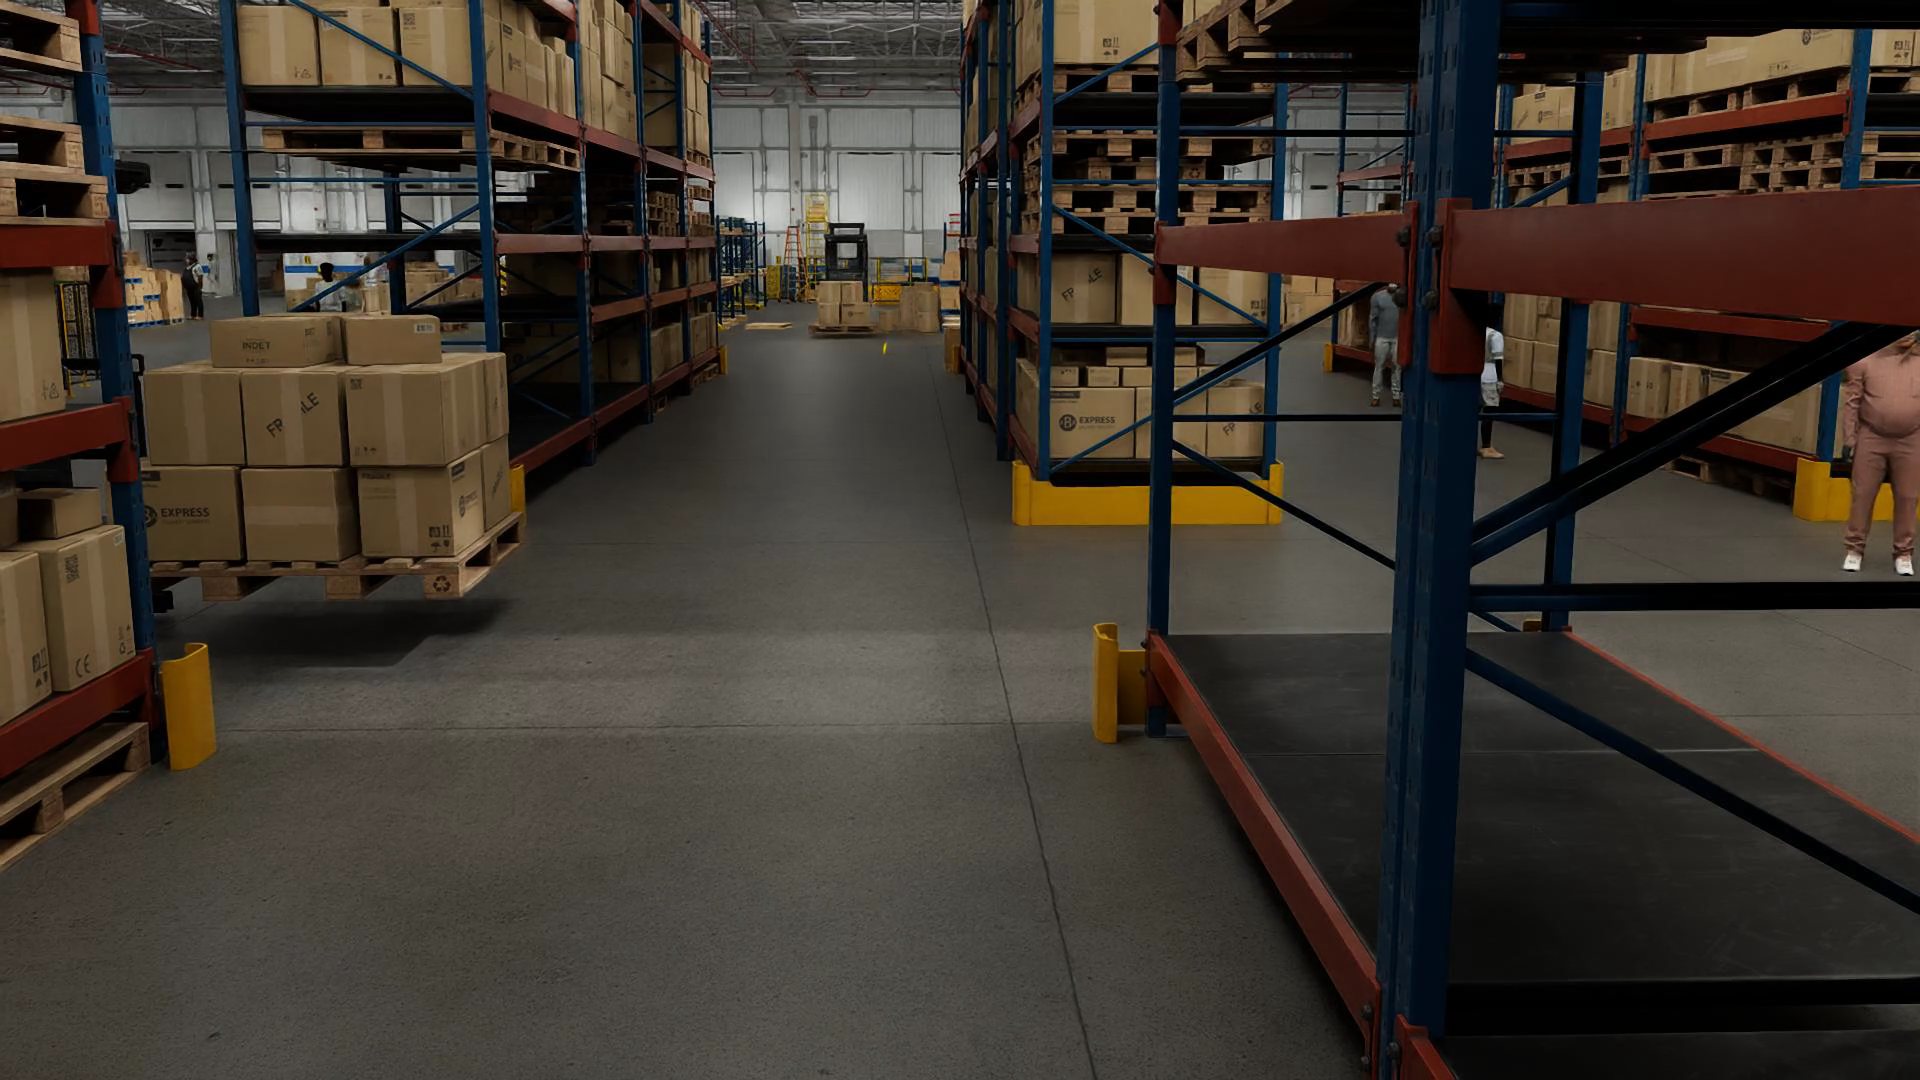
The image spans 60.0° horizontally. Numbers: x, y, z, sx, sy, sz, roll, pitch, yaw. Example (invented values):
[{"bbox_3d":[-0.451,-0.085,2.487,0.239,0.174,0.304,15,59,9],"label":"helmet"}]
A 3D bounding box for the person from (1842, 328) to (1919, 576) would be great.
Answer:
[{"bbox_3d":[6.587,-0.697,11.745,0.648,1.898,0.395,5,11,26],"label":"person"}]

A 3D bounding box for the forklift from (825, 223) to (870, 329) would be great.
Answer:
[{"bbox_3d":[-2.934,-6.862,43.350,1.129,2.768,1.873,0,10,-2],"label":"forklift"}]

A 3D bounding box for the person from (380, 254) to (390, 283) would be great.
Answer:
[{"bbox_3d":[-21.493,-9.791,62.332,0.384,1.924,0.603,1,10,4],"label":"person"}]

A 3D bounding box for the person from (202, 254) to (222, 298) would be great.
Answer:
[{"bbox_3d":[-31.487,-11.081,69.819,0.960,1.822,0.541,-1,10,-6],"label":"person"}]

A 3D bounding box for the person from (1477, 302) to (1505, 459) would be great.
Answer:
[{"bbox_3d":[5.702,-1.721,18.019,0.319,1.692,0.533,-4,11,-19],"label":"person"}]

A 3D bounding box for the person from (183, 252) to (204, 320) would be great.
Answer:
[{"bbox_3d":[-22.988,-7.603,49.816,0.682,2.000,0.536,7,12,34],"label":"person"}]

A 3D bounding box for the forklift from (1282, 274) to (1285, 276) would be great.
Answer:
[{"bbox_3d":[12.240,-10.302,62.509,1.129,2.768,1.873,0,10,-2],"label":"forklift"}]

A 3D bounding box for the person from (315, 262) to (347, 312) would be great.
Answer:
[{"bbox_3d":[-11.786,-4.219,31.176,0.608,1.963,0.371,2,10,10],"label":"person"}]

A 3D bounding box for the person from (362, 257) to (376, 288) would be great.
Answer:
[{"bbox_3d":[-19.332,-8.322,54.436,1.003,1.834,0.581,7,13,36],"label":"person"}]

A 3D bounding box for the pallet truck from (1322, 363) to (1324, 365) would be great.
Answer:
[{"bbox_3d":[7.712,-4.157,30.737,1.885,1.965,0.823,3,11,16],"label":"pallet truck"}]

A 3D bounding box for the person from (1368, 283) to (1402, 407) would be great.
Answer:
[{"bbox_3d":[6.127,-2.859,23.672,0.631,1.940,0.372,2,10,12],"label":"person"}]

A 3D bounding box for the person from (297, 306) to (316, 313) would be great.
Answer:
[{"bbox_3d":[-6.729,-1.571,17.161,0.535,1.699,0.322,6,12,29],"label":"person"}]

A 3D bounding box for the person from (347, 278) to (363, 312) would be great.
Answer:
[{"bbox_3d":[-12.028,-4.454,33.434,0.700,1.609,0.546,-5,11,-25],"label":"person"}]

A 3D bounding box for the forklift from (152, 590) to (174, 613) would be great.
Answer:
[{"bbox_3d":[-5.858,-0.811,9.639,1.873,2.768,1.129,-1,10,-3],"label":"forklift"}]
